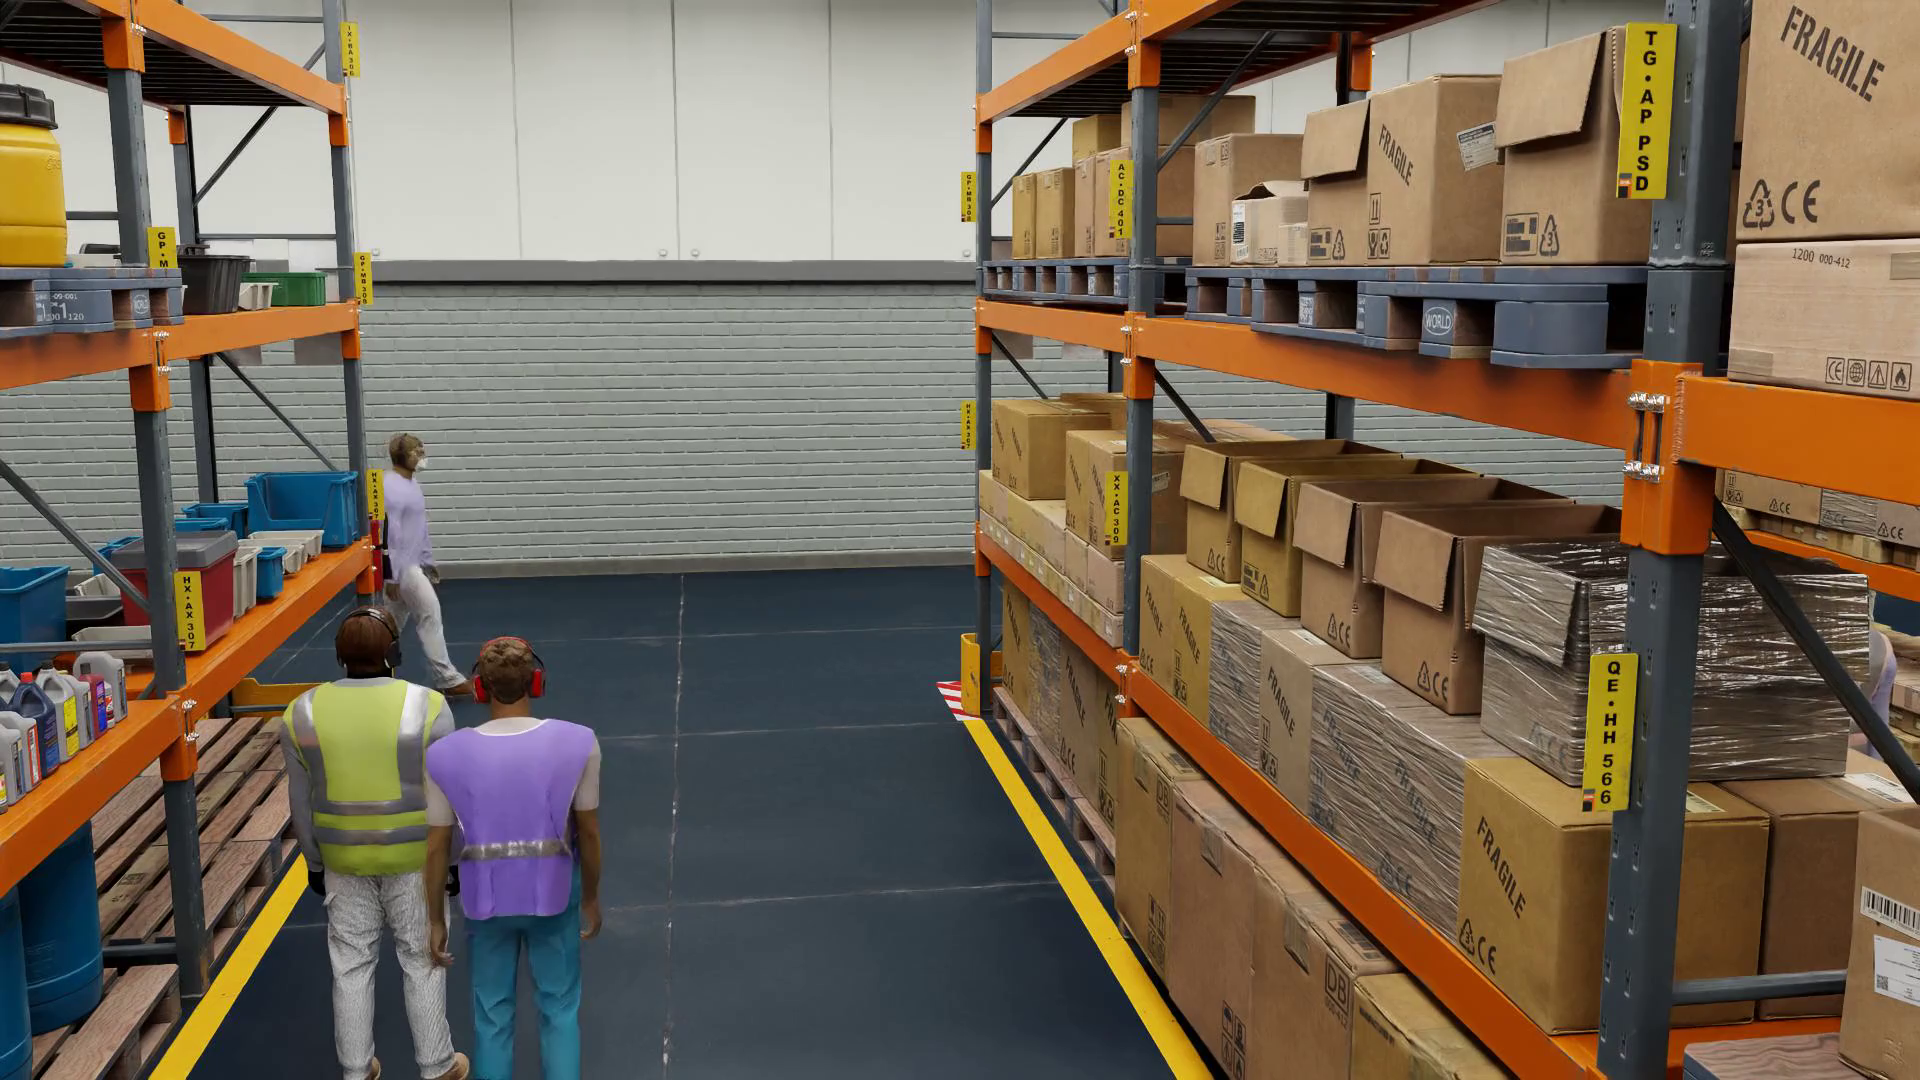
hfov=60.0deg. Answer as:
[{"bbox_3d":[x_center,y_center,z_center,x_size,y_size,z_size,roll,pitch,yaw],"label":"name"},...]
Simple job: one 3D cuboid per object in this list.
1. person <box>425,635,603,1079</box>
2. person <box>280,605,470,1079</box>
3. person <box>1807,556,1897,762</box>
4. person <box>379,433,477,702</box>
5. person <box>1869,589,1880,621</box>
[{"bbox_3d":[-1.475,1.232,5.553,0.575,1.829,0.384,-2,9,-9],"label":"person"},{"bbox_3d":[-2.091,1.144,6.046,0.627,1.847,0.429,0,9,-2],"label":"person"},{"bbox_3d":[3.578,0.980,7.063,0.633,1.843,0.429,1,9,5],"label":"person"},{"bbox_3d":[-3.736,0.205,11.637,0.915,1.904,0.652,-2,9,-11],"label":"person"},{"bbox_3d":[6.166,0.259,11.470,0.510,1.860,0.334,-4,10,-26],"label":"person"}]
